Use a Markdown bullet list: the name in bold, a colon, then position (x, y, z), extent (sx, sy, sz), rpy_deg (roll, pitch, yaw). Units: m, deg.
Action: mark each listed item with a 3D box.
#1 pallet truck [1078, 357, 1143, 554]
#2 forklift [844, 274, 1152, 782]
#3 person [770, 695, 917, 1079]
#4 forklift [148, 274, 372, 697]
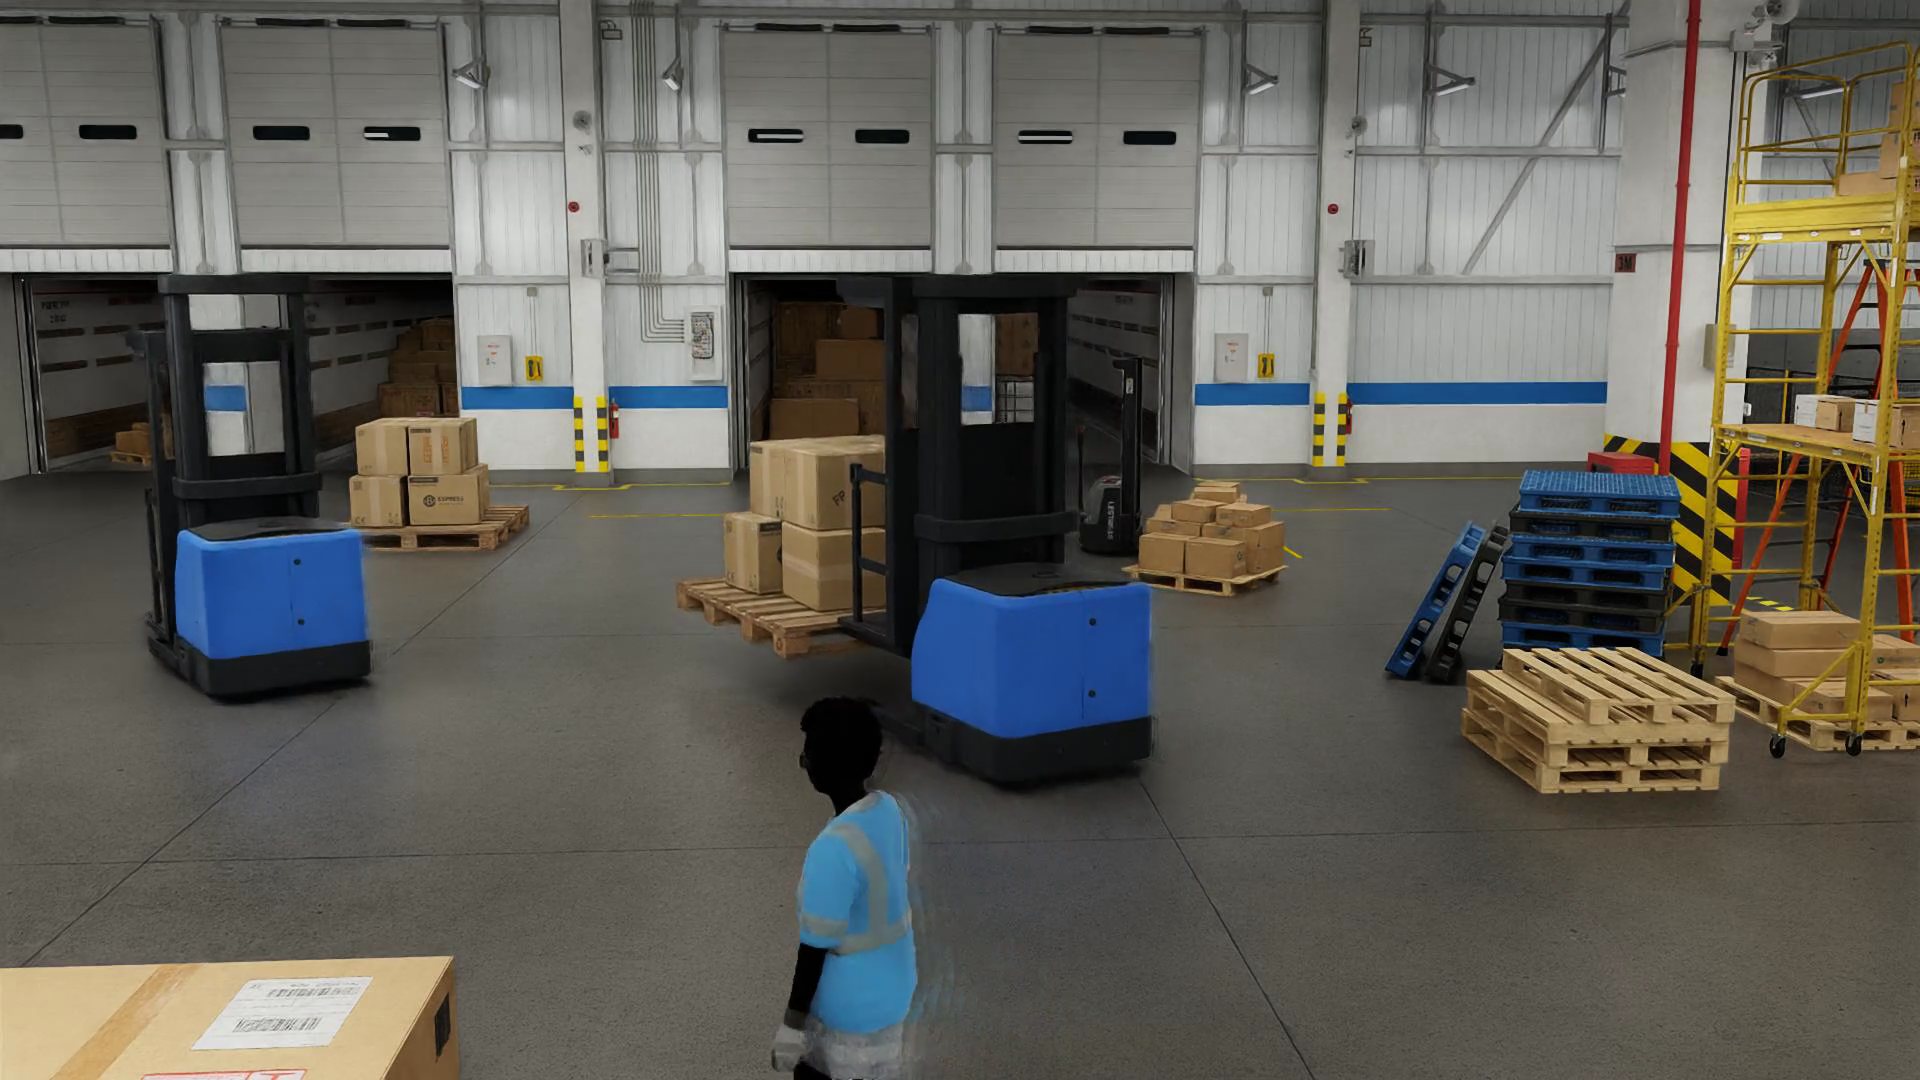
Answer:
- **pallet truck**: position (2.088, -0.836, 16.757), extent (1.885, 1.965, 0.823), rpy_deg (2, 9, 13)
- **forklift**: position (0.211, -0.173, 9.835), extent (1.129, 2.768, 1.873), rpy_deg (-5, 10, -30)
- **person**: position (-0.337, 1.260, 4.583), extent (0.521, 1.675, 0.542), rpy_deg (1, 9, 7)
- **forklift**: position (-5.005, -0.468, 11.689), extent (1.129, 2.768, 1.873), rpy_deg (-7, 11, -36)
